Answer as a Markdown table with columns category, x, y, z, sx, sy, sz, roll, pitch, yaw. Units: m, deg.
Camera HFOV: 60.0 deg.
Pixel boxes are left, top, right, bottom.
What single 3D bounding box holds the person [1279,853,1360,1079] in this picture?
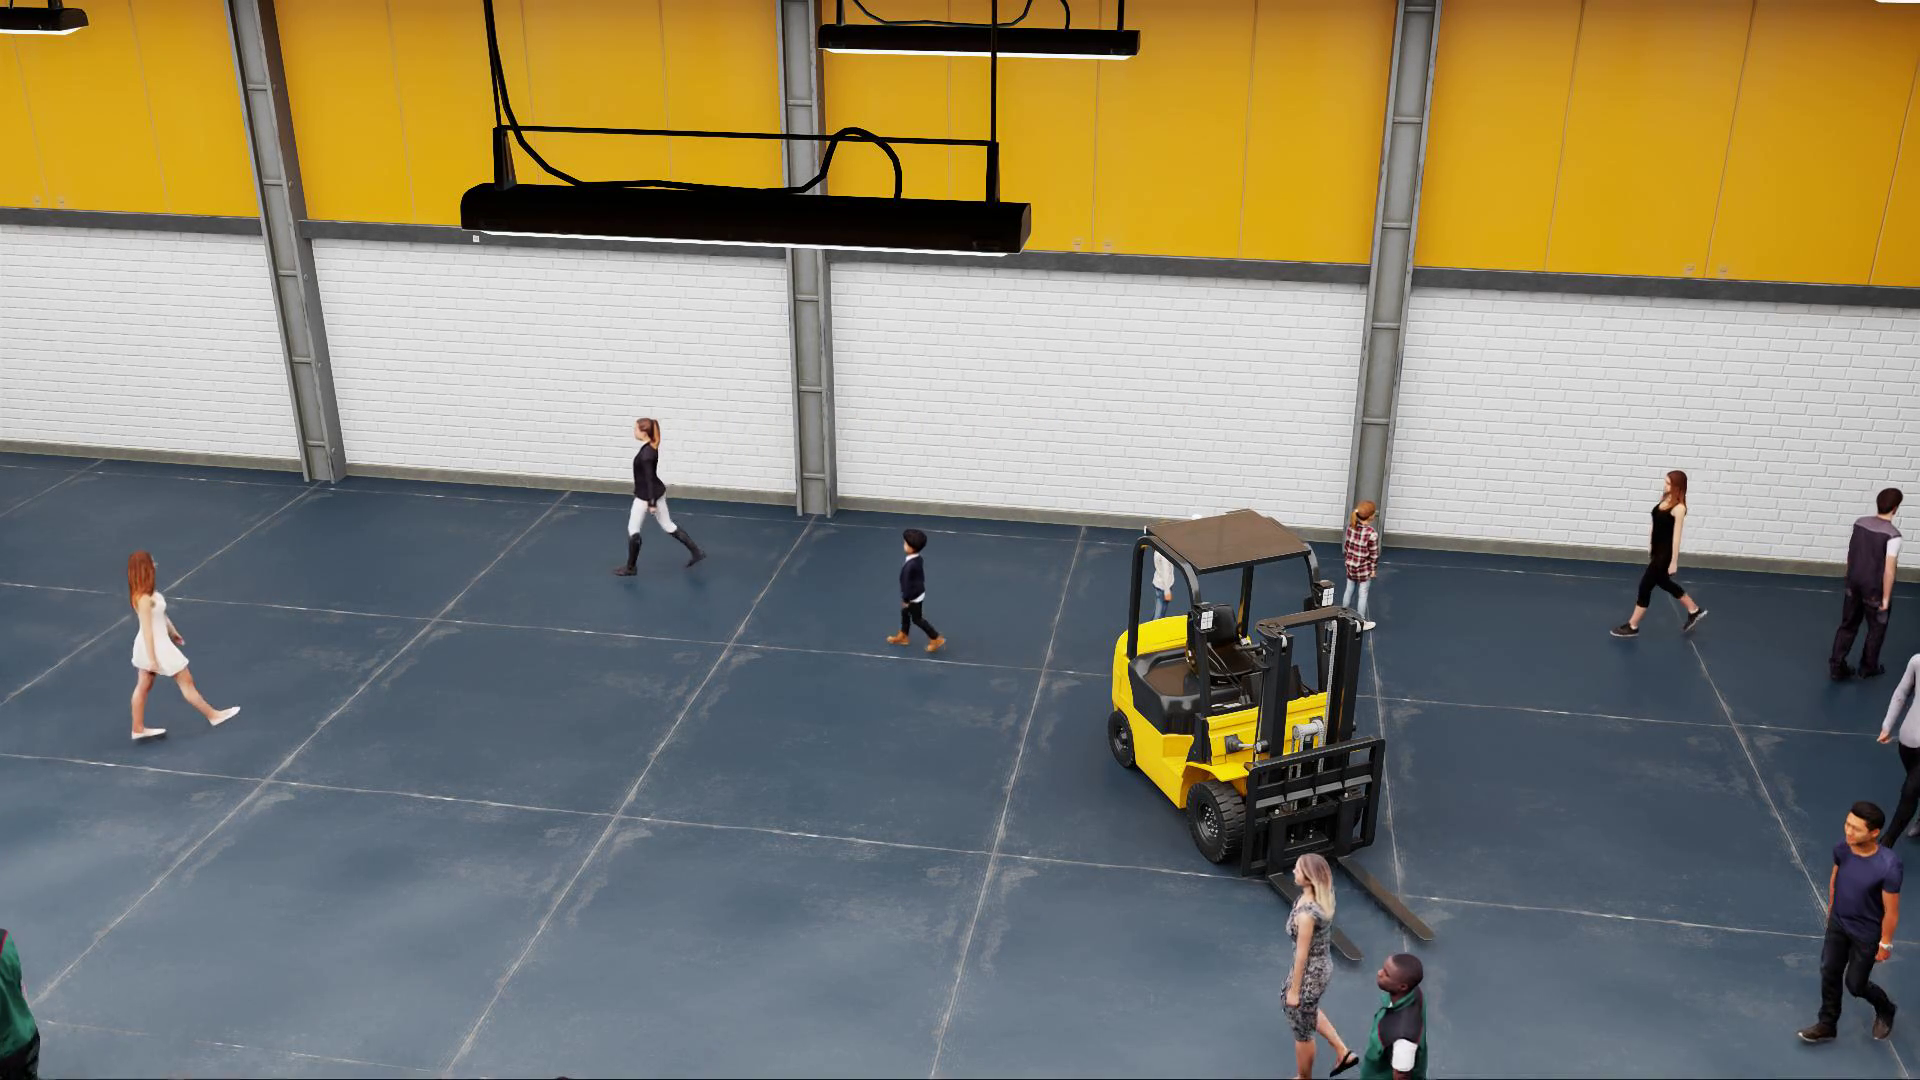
| category | x | y | z | sx | sy | sz | roll | pitch | yaw |
| --- | --- | --- | --- | --- | --- | --- | --- | --- | --- |
| person | 2.169 | 2.624 | 9.913 | 0.800 | 1.693 | 0.671 | 9 | 25 | 19 |

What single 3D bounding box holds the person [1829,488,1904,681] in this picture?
| category | x | y | z | sx | sy | sz | roll | pitch | yaw |
| --- | --- | --- | --- | --- | --- | --- | --- | --- | --- |
| person | 7.995 | 0.427 | 14.767 | 0.958 | 1.831 | 0.894 | -11 | 26 | -23 |

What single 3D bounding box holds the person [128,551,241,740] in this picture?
| category | x | y | z | sx | sy | sz | roll | pitch | yaw |
| --- | --- | --- | --- | --- | --- | --- | --- | --- | --- |
| person | -6.804 | 0.916 | 13.854 | 1.148 | 1.667 | 0.987 | -12 | 26 | -25 |

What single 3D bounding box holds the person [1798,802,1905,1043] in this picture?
| category | x | y | z | sx | sy | sz | roll | pitch | yaw |
| --- | --- | --- | --- | --- | --- | --- | --- | --- | --- |
| person | 5.651 | 2.395 | 10.347 | 1.000 | 1.766 | 0.893 | -9 | 25 | -20 |

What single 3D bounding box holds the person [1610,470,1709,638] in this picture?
| category | x | y | z | sx | sy | sz | roll | pitch | yaw |
| --- | --- | --- | --- | --- | --- | --- | --- | --- | --- |
| person | 6.678 | 0.153 | 15.568 | 1.166 | 1.691 | 0.711 | 1 | 24 | 2 |

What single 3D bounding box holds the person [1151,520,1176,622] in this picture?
| category | x | y | z | sx | sy | sz | roll | pitch | yaw |
| --- | --- | --- | --- | --- | --- | --- | --- | --- | --- |
| person | 1.867 | 0.427 | 15.414 | 0.505 | 1.313 | 0.487 | 1 | 24 | 3 |

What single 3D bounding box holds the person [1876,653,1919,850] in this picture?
| category | x | y | z | sx | sy | sz | roll | pitch | yaw |
| --- | --- | --- | --- | --- | --- | --- | --- | --- | --- |
| person | 7.220 | 1.466 | 12.321 | 1.364 | 1.887 | 1.207 | -12 | 26 | -25 |

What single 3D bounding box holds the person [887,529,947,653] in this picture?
| category | x | y | z | sx | sy | sz | roll | pitch | yaw |
| --- | --- | --- | --- | --- | --- | --- | --- | --- | --- |
| person | -0.387 | 0.481 | 15.421 | 0.849 | 1.208 | 0.571 | 7 | 25 | 15 |

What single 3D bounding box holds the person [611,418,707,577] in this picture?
| category | x | y | z | sx | sy | sz | roll | pitch | yaw |
| --- | --- | --- | --- | --- | --- | --- | --- | --- | --- |
| person | -3.039 | -0.404 | 16.842 | 1.251 | 1.691 | 0.803 | -2 | 24 | -4 |

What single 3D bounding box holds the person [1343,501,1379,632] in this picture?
| category | x | y | z | sx | sy | sz | roll | pitch | yaw |
| --- | --- | --- | --- | --- | --- | --- | --- | --- | --- |
| person | 3.816 | 0.232 | 15.870 | 0.673 | 1.305 | 0.610 | -16 | 29 | -33 |

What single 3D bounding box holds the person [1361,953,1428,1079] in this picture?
| category | x | y | z | sx | sy | sz | roll | pitch | yaw |
| --- | --- | --- | --- | --- | --- | --- | --- | --- | --- |
| person | 2.396 | 2.999 | 8.923 | 1.225 | 1.799 | 0.820 | 8 | 25 | 17 |
